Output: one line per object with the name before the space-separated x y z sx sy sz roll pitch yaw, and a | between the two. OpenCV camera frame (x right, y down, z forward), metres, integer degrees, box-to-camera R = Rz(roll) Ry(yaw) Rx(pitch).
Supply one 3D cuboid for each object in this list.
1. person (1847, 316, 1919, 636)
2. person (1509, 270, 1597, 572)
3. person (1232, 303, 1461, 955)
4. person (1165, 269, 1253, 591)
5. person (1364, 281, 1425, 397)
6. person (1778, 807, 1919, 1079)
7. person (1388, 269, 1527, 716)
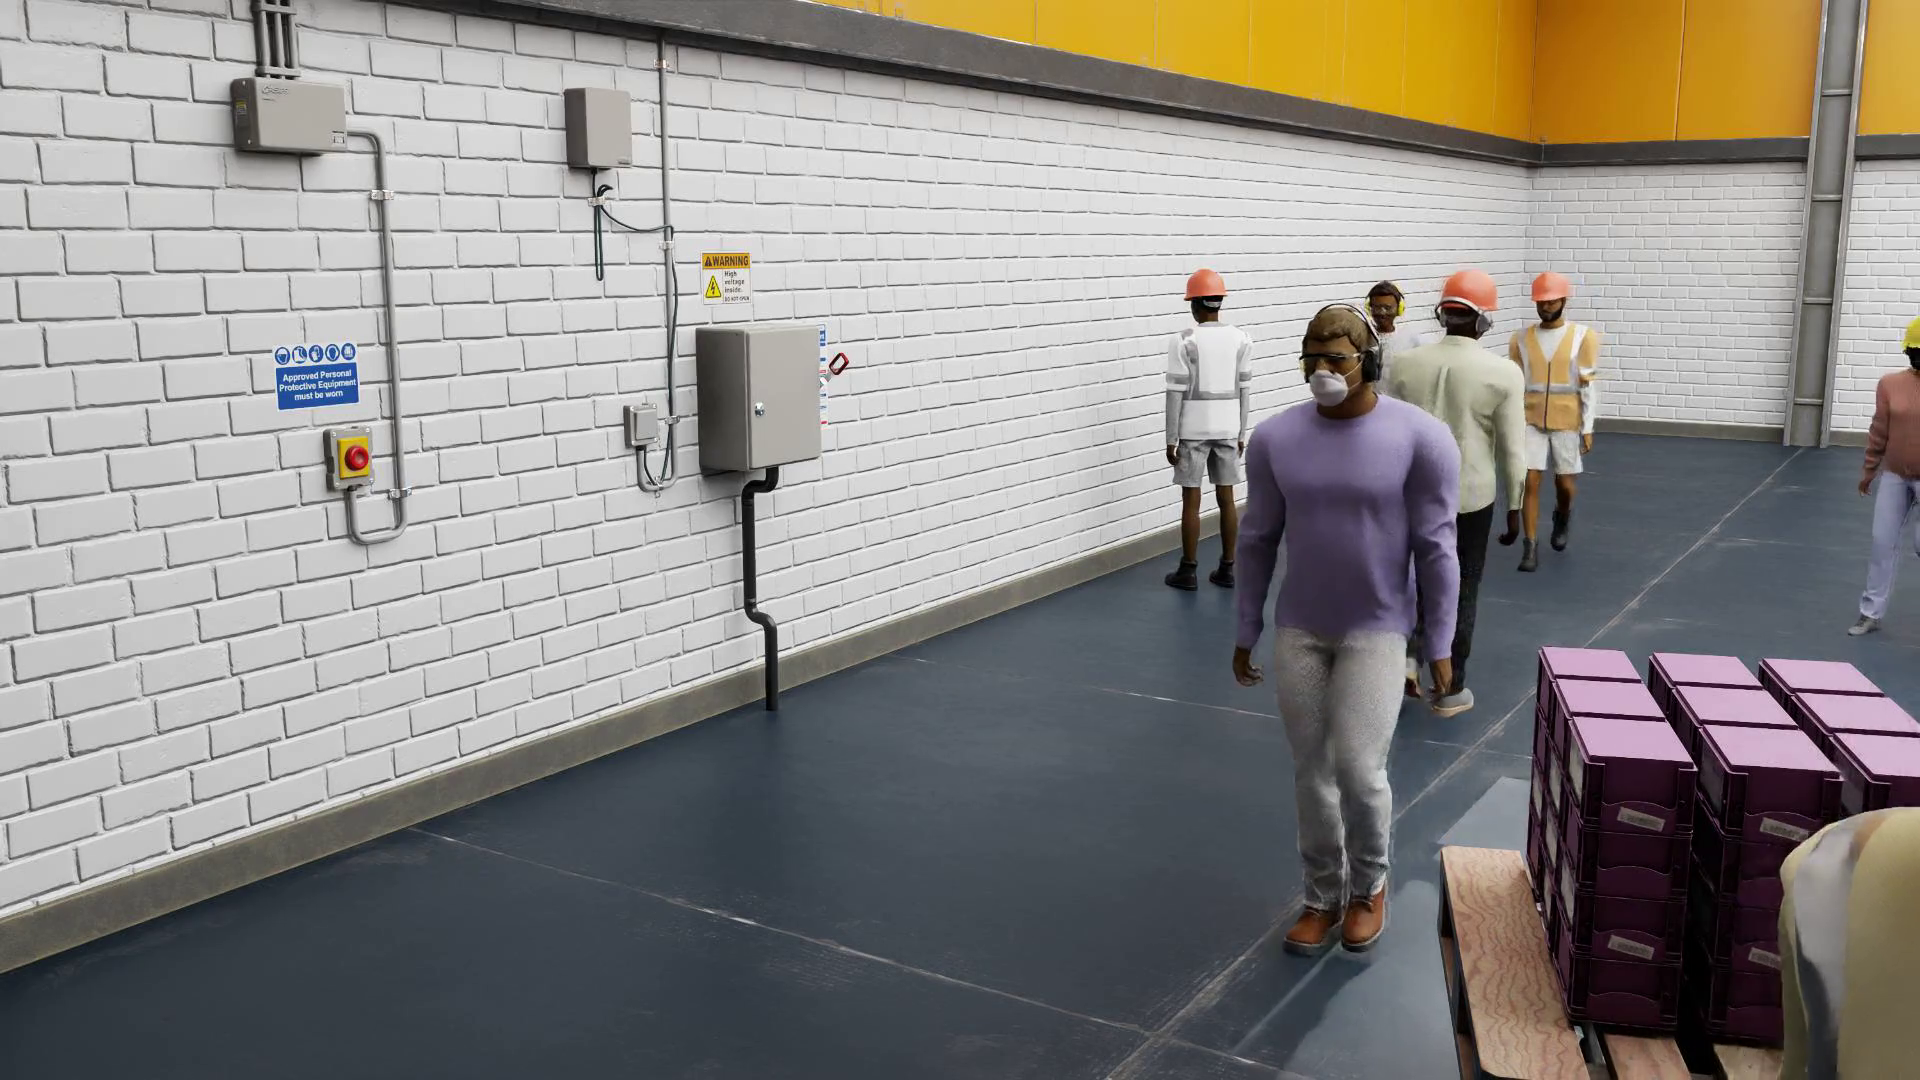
person | 5.118 -0.338 8.819 0.662 1.735 0.580 -5 12 -28
person | 3.798 -0.772 10.704 0.558 1.916 0.702 5 11 26
person | 1.082 0.284 4.813 0.661 1.920 0.450 7 12 35
person | 1.475 -0.659 10.034 0.545 1.928 0.388 -3 11 -14
person | 2.659 -0.706 10.521 0.564 1.848 0.417 3 11 16
person | 1.147 0.897 1.788 0.756 1.789 0.615 -5 12 -27
person | 2.180 -0.201 7.352 0.647 1.975 0.438 7 13 36
